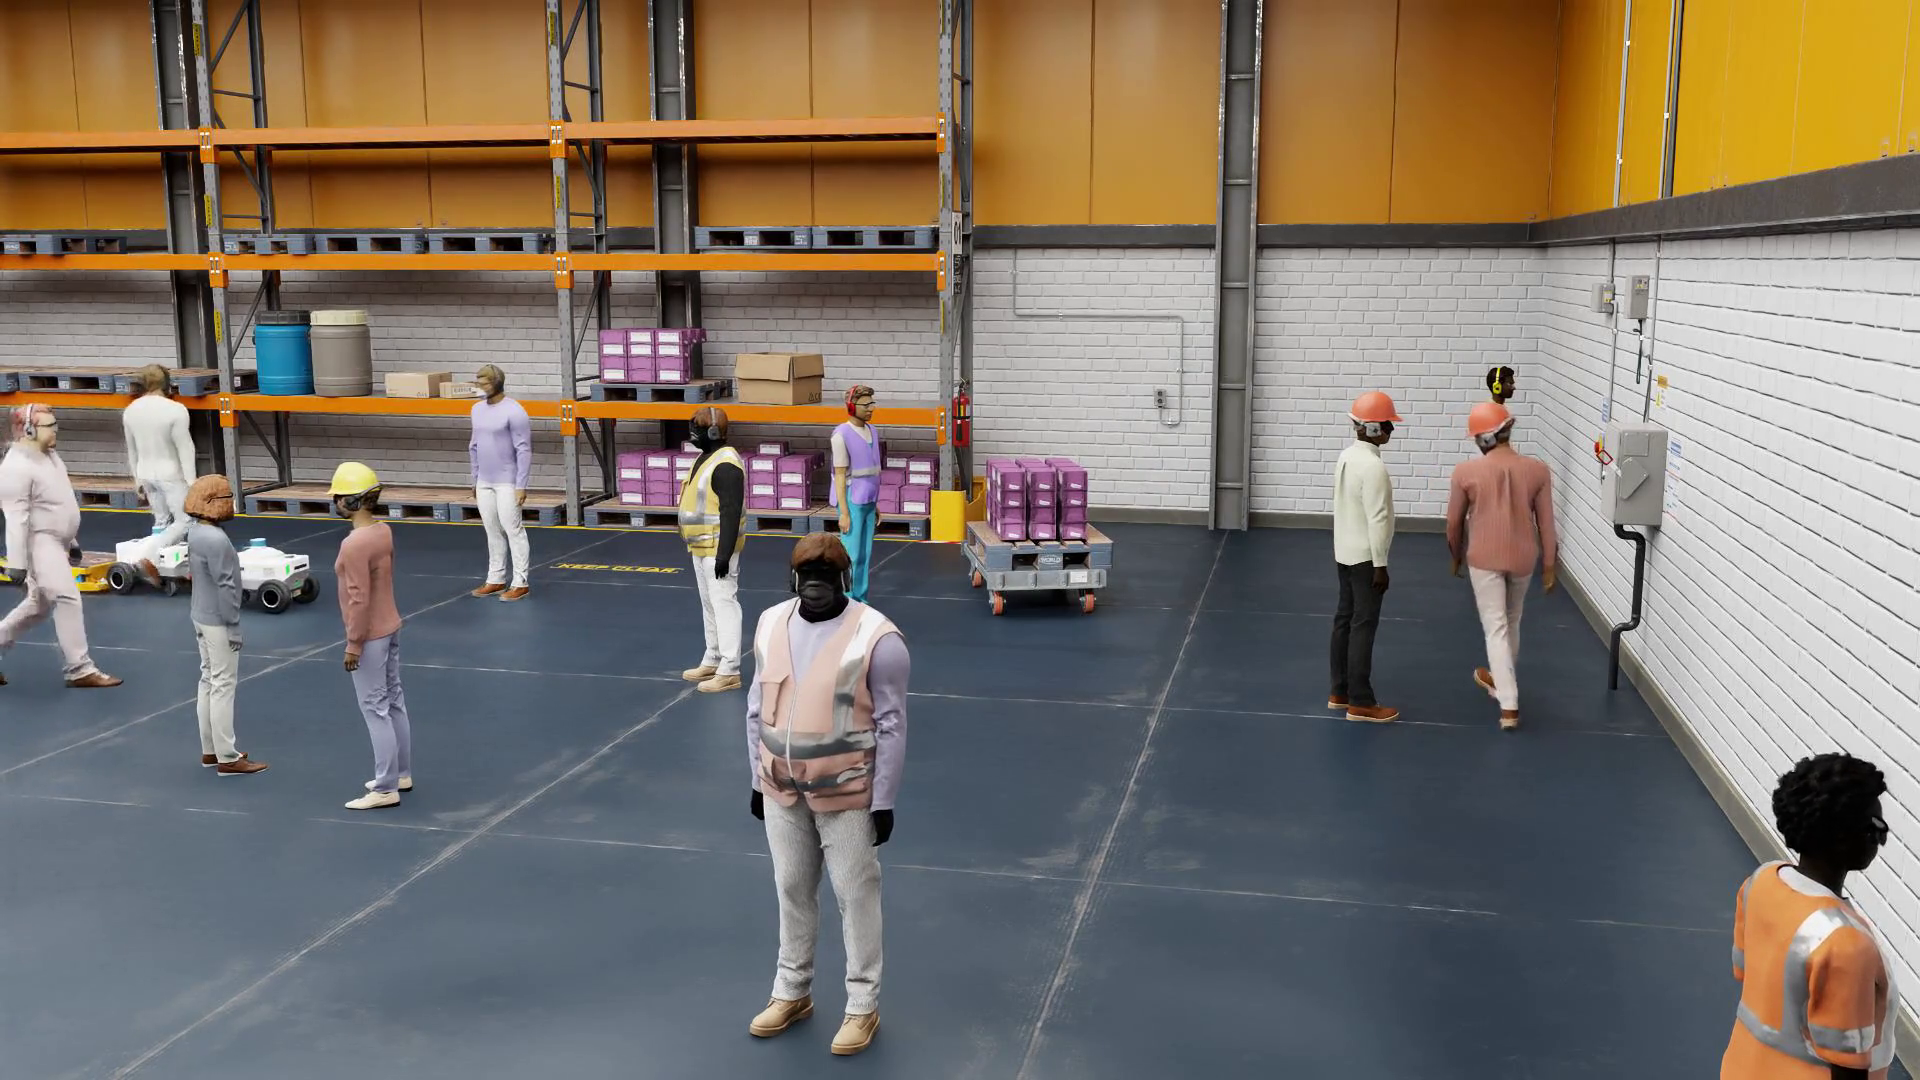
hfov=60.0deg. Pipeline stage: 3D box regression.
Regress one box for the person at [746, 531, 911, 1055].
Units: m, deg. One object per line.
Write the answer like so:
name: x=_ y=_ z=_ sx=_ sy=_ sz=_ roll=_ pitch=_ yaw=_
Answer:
person: x=-0.493 y=0.880 z=5.875 sx=0.627 sy=1.847 sz=0.429 roll=5 pitch=11 yaw=26

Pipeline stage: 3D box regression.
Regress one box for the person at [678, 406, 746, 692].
person: x=-1.603 y=0.054 z=10.776 sx=0.429 sy=1.844 sz=0.626 roll=-4 pitch=11 yaw=-24

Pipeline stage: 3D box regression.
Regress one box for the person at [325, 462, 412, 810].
person: x=-3.020 y=0.484 z=8.453 sx=0.326 sy=1.767 sz=0.533 roll=0 pitch=10 yaw=-1

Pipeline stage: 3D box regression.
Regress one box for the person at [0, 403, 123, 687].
person: x=-5.974 y=0.046 z=10.729 sx=0.879 sy=1.880 sz=0.640 roll=-2 pitch=10 yaw=-14

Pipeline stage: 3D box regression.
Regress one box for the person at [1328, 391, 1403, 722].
person: x=2.453 y=0.096 z=10.071 sx=0.381 sy=1.994 sz=0.622 roll=-1 pitch=10 yaw=-8

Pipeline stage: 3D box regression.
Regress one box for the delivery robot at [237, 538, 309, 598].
delivery robot: x=-5.576 y=0.231 z=13.253 sx=0.707 sy=0.478 sz=0.477 roll=2 pitch=10 yaw=10

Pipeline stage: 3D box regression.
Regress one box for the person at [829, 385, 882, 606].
person: x=-0.783 y=-0.246 z=12.534 sx=0.377 sy=1.844 sz=0.569 roll=4 pitch=10 yaw=23

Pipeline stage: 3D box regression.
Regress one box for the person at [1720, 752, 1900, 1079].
person: x=1.914 y=1.308 z=3.775 sx=0.319 sy=1.698 sz=0.532 roll=1 pitch=10 yaw=3

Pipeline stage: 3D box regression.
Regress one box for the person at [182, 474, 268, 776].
person: x=-4.006 y=0.456 z=9.011 sx=0.283 sy=1.633 sz=0.497 roll=-8 pitch=12 yaw=-40

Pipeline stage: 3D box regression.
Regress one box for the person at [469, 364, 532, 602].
person: x=-3.753 y=-0.466 z=13.569 sx=0.634 sy=1.936 sz=0.351 roll=6 pitch=11 yaw=33

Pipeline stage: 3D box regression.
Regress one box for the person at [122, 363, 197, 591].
person: x=-6.646 y=-0.501 z=13.804 sx=0.644 sy=1.925 sz=0.665 roll=3 pitch=10 yaw=19

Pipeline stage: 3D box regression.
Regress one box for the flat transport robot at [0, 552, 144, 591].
flat transport robot: x=-7.667 y=0.245 z=14.287 sx=1.431 sy=0.197 sz=0.652 roll=4 pitch=10 yaw=21

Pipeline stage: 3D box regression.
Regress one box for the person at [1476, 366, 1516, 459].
person: x=4.607 y=-0.559 z=14.320 sx=0.328 sy=1.873 sz=0.520 roll=3 pitch=10 yaw=19

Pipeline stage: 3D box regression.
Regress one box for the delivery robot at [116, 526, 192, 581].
delivery robot: x=-6.659 y=0.128 z=13.860 sx=0.707 sy=0.478 sz=0.477 roll=4 pitch=10 yaw=20

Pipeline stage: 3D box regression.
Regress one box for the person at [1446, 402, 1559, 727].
person: x=3.294 y=0.125 z=10.141 sx=0.633 sy=1.922 sz=1.026 roll=0 pitch=10 yaw=-2
